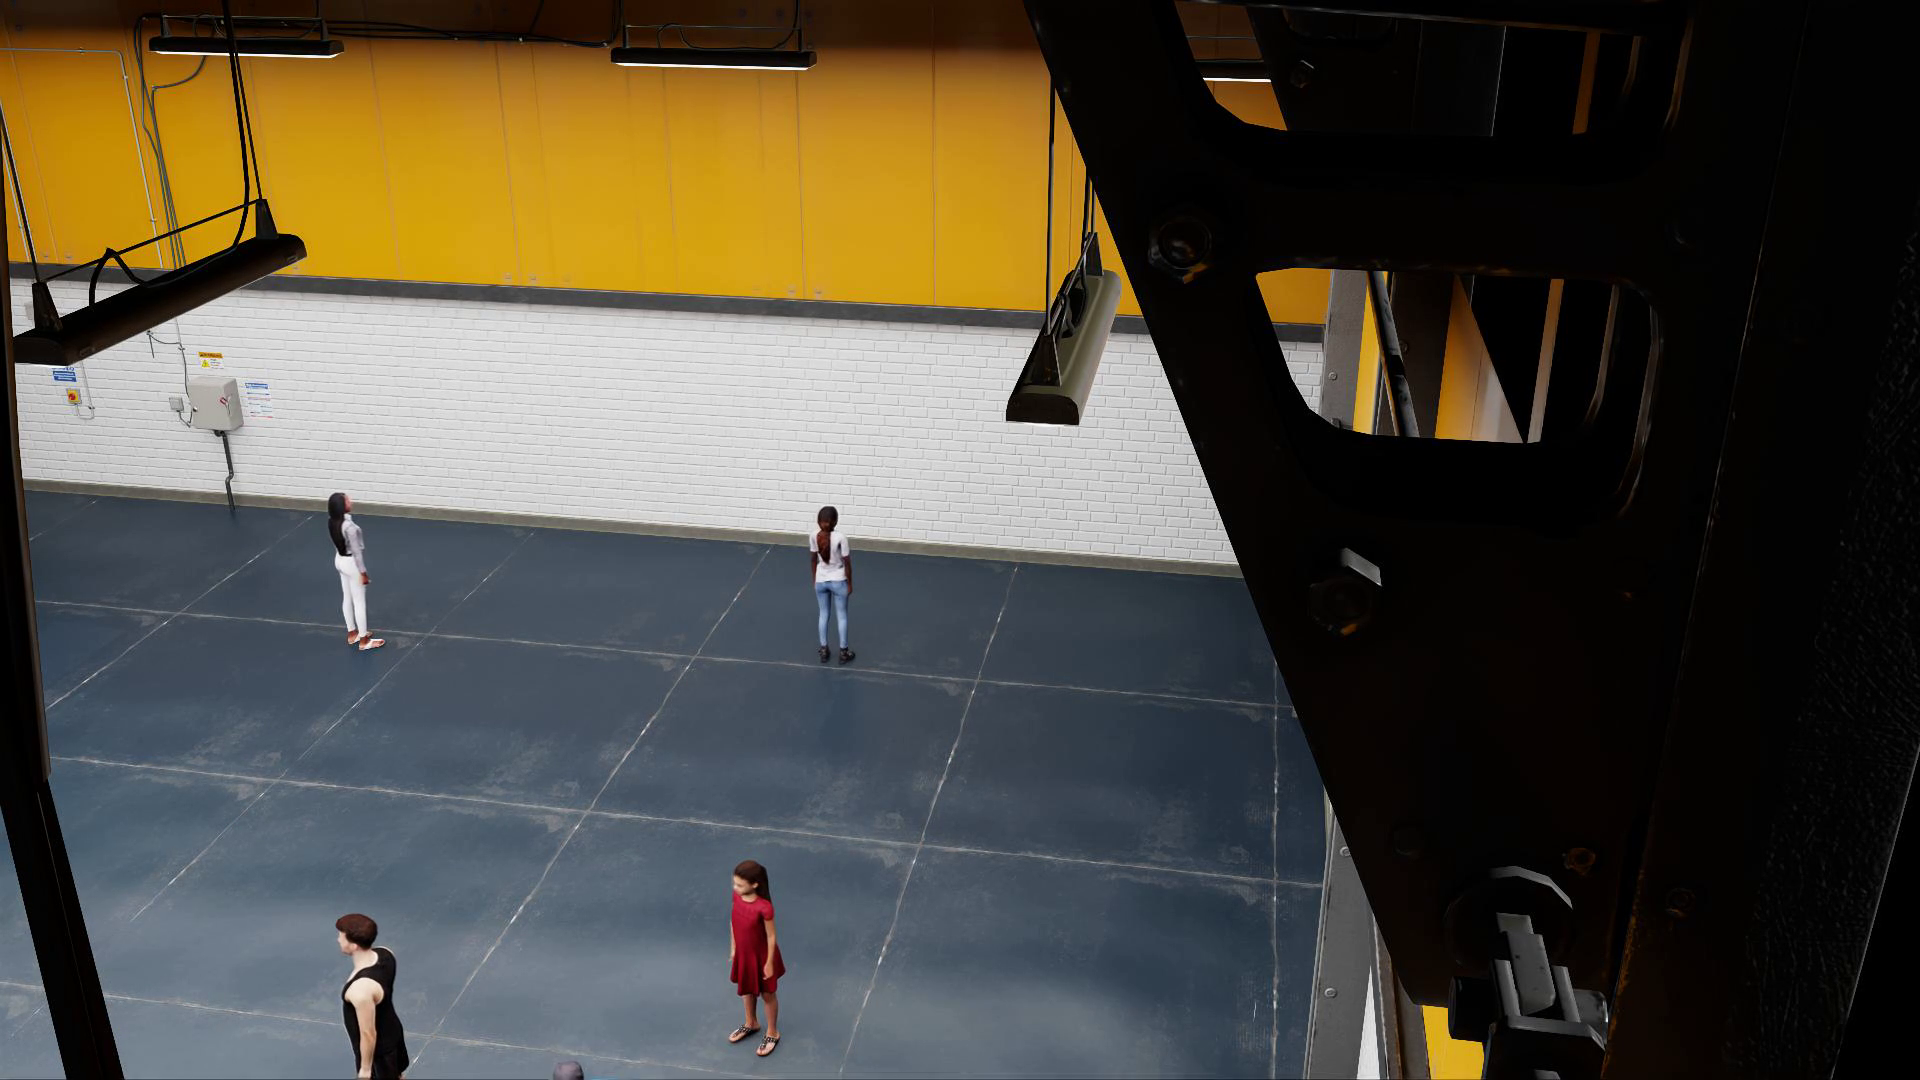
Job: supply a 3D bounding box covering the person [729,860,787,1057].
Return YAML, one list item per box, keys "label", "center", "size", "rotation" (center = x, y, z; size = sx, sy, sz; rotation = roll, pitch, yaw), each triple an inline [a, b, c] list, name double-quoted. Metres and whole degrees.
- label: "person"
  center: [-1.437, 2.885, 11.684]
  size: [0.649, 1.553, 0.708]
  rotation: [16, 28, 32]

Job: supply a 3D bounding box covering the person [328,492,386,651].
- label: "person"
  center: [-6.365, 0.302, 17.380]
  size: [0.703, 1.724, 0.675]
  rotation: [-21, 31, -39]

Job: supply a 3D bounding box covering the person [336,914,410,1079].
- label: "person"
  center: [-3.708, 3.181, 10.583]
  size: [0.790, 1.892, 0.620]
  rotation: [-2, 24, -4]

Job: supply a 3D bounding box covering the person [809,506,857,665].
- label: "person"
  center: [-1.318, 0.447, 17.053]
  size: [0.615, 1.719, 0.564]
  rotation: [8, 25, 17]
